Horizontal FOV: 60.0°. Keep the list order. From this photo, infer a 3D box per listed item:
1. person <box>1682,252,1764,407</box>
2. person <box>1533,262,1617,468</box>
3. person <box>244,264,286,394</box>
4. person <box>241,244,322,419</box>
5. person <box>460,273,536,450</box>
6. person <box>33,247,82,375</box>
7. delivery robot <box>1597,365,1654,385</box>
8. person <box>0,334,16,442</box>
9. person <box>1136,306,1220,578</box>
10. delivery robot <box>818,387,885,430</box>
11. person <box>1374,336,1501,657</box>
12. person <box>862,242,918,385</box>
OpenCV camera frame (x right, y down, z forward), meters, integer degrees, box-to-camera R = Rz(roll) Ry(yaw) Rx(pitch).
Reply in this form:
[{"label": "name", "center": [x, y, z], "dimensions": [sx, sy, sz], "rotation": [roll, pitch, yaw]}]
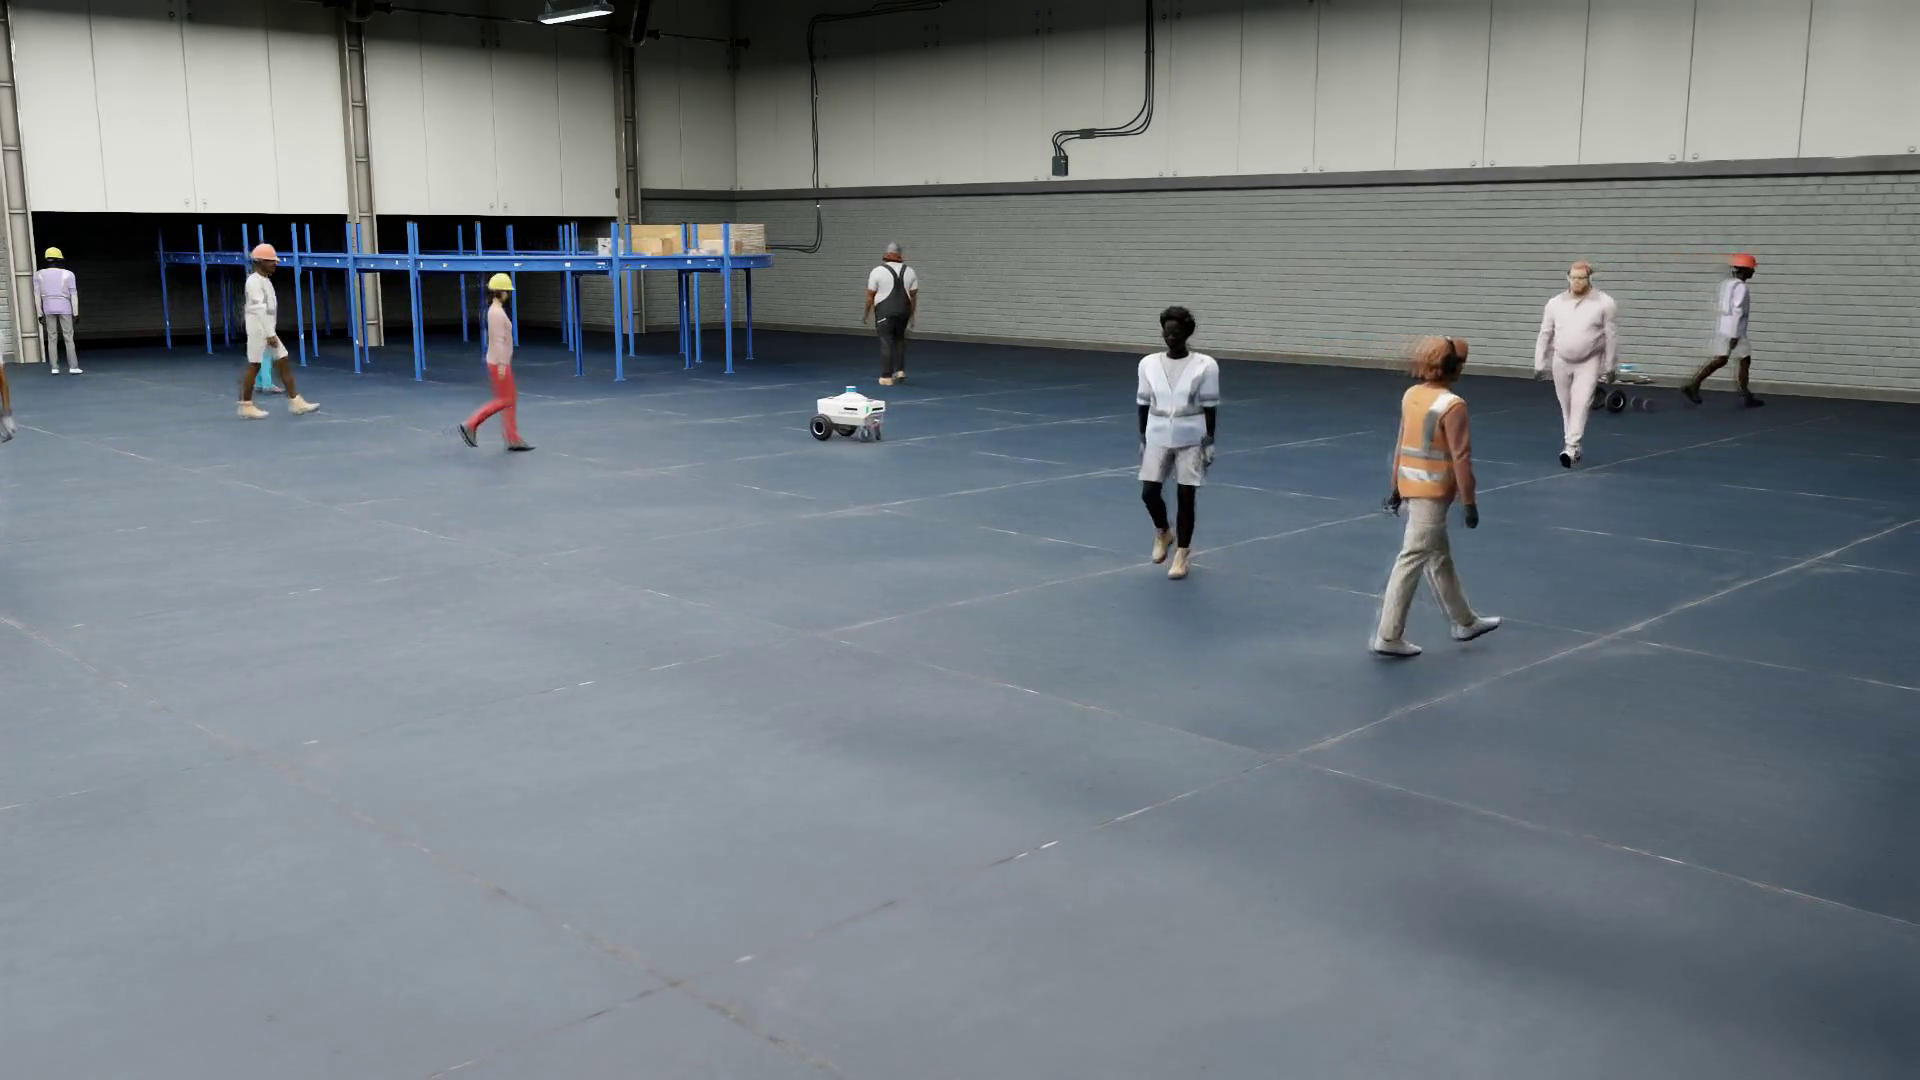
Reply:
[{"label": "person", "center": [9.536, -2.614, 20.663], "dimensions": [0.907, 1.912, 0.561], "rotation": [1, 10, 7]}, {"label": "person", "center": [5.606, -1.600, 15.247], "dimensions": [0.676, 1.851, 0.992], "rotation": [8, 13, 36]}, {"label": "person", "center": [-9.388, -2.892, 22.354], "dimensions": [0.403, 1.836, 0.564], "rotation": [-10, 14, -43]}, {"label": "person", "center": [-7.927, -2.404, 19.242], "dimensions": [0.972, 2.000, 0.616], "rotation": [-1, 10, -3]}, {"label": "person", "center": [-4.557, -1.736, 16.303], "dimensions": [0.620, 1.748, 0.527], "rotation": [-3, 11, -15]}, {"label": "person", "center": [-13.764, -3.488, 25.367], "dimensions": [0.589, 1.924, 0.384], "rotation": [-3, 11, -15]}, {"label": "delivery robot", "center": [8.085, -2.017, 20.230], "dimensions": [0.698, 0.223, 0.335], "rotation": [-2, 11, -11]}, {"label": "person", "center": [-6.502, -0.804, 10.912], "dimensions": [0.543, 1.860, 0.401], "rotation": [-5, 11, -24]}, {"label": "person", "center": [1.341, -0.604, 10.300], "dimensions": [0.536, 1.685, 0.382], "rotation": [4, 11, 20]}, {"label": "delivery robot", "center": [-1.134, -1.357, 17.344], "dimensions": [0.707, 0.478, 0.477], "rotation": [7, 13, 34]}, {"label": "person", "center": [2.463, -0.216, 8.362], "dimensions": [0.821, 1.600, 0.544], "rotation": [-2, 11, -11]}, {"label": "person", "center": [-1.003, -3.219, 23.699], "dimensions": [0.711, 2.000, 0.565], "rotation": [-6, 12, -29]}]
